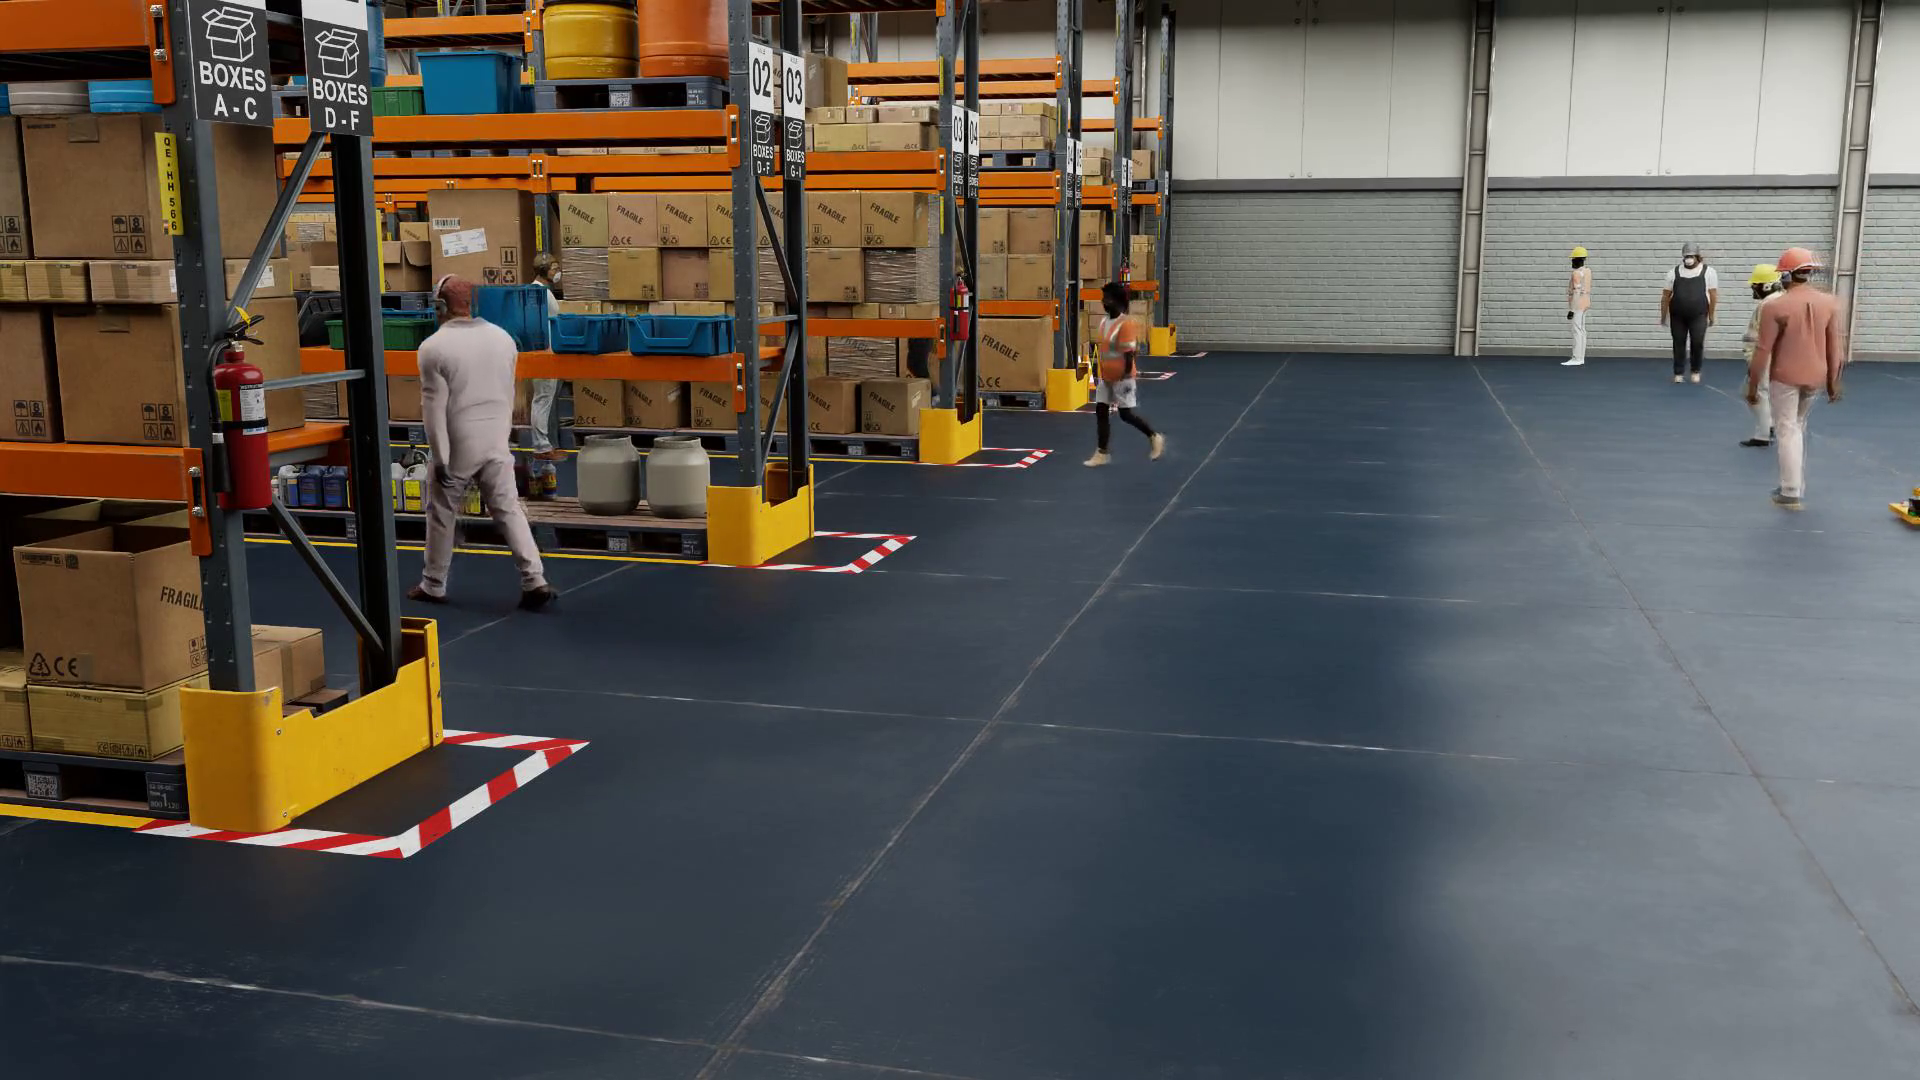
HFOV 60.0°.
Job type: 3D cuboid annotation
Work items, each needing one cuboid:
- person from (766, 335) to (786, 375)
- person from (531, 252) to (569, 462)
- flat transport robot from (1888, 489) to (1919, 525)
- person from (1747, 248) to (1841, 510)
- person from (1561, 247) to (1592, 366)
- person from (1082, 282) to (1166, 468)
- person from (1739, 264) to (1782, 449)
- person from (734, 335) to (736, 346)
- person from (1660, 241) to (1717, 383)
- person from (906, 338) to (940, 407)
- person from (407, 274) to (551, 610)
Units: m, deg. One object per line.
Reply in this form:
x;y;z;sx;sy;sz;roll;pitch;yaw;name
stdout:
-1.839;-1.991;17.979;0.682;1.618;0.514;4;11;21;person
-3.844;-1.682;15.370;0.362;1.934;0.629;-3;11;-14;person
7.492;-0.216;11.840;1.431;0.197;0.652;3;11;16;flat transport robot
6.355;-1.242;12.780;0.640;1.971;0.705;-2;10;-10;person
10.064;-3.802;27.119;0.369;1.928;0.585;8;13;37;person
1.481;-1.481;14.960;0.720;1.673;0.538;-5;11;-25;person
7.841;-1.786;16.265;0.430;1.809;0.606;8;13;36;person
-2.681;-2.360;19.062;0.971;1.959;0.608;1;10;7;person
10.339;-3.236;23.667;0.714;2.000;0.649;6;12;30;person
-0.464;-2.412;19.472;0.457;1.904;0.628;2;10;12;person
-2.674;-0.528;9.176;0.986;1.862;0.651;8;13;39;person
